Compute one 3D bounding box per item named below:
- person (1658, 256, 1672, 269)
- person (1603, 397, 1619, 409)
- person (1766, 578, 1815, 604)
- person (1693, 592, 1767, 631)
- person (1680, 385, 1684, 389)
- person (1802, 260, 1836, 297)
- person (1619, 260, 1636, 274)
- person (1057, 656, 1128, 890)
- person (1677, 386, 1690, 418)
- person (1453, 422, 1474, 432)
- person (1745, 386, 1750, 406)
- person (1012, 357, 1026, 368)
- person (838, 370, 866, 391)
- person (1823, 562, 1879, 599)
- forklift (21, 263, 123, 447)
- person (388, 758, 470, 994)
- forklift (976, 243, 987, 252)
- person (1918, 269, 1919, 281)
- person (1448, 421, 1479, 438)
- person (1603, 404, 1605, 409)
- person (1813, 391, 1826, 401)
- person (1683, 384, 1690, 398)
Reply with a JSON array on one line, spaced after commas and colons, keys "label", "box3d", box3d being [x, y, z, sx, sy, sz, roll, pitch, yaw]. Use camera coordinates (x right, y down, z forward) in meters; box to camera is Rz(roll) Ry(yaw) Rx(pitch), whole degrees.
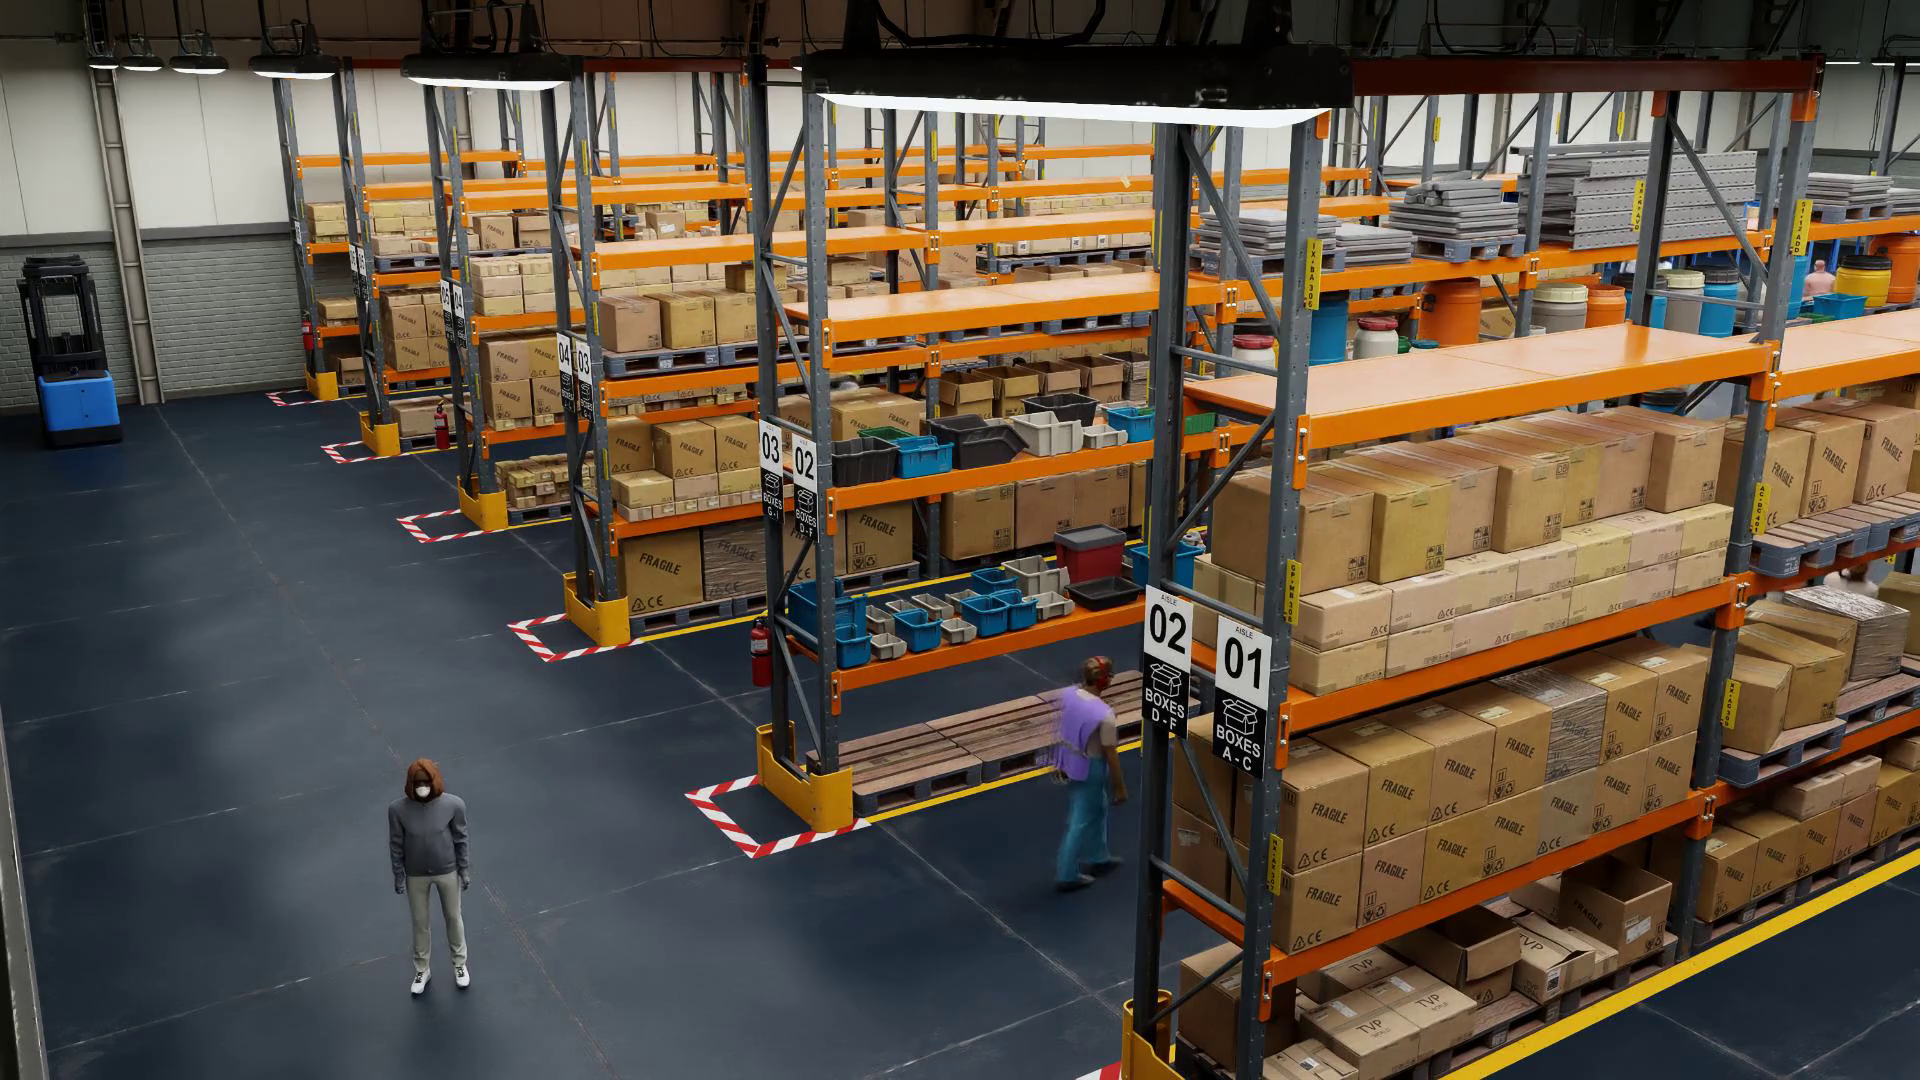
[{"label": "person", "box3d": [15.933, -5.767, 36.079, 0.553, 1.918, 0.804, 3, 17, 9]}, {"label": "person", "box3d": [8.620, -1.068, 20.844, 0.819, 1.819, 0.624, -8, 19, -25]}, {"label": "person", "box3d": [8.551, 0.451, 16.104, 0.819, 1.655, 0.553, -10, 19, -29]}, {"label": "person", "box3d": [8.465, 0.109, 16.899, 0.984, 1.867, 0.553, -7, 18, -22]}, {"label": "person", "box3d": [12.112, -2.966, 26.761, 0.613, 1.994, 0.382, 16, 23, 42]}, {"label": "person", "box3d": [18.295, -5.045, 33.773, 0.643, 1.881, 0.637, 2, 17, 7]}, {"label": "person", "box3d": [16.586, -6.627, 38.954, 1.007, 1.879, 0.571, -13, 21, -37]}, {"label": "person", "box3d": [1.053, 1.714, 11.705, 0.773, 1.813, 0.582, -8, 19, -25]}, {"label": "person", "box3d": [9.473, -1.242, 21.177, 0.970, 1.959, 0.632, -7, 18, -23]}, {"label": "person", "box3d": [5.869, -0.489, 18.747, 0.455, 1.935, 0.610, -11, 20, -31]}, {"label": "person", "box3d": [14.321, -3.276, 28.102, 0.739, 1.814, 0.518, -3, 17, -11]}, {"label": "person", "box3d": [0.891, -1.920, 23.835, 0.318, 1.697, 0.535, -1, 17, -3]}, {"label": "person", "box3d": [-1.559, -1.693, 22.937, 0.915, 1.792, 0.606, -10, 20, -30]}, {"label": "person", "box3d": [8.369, 0.846, 14.896, 0.564, 1.607, 0.507, -13, 21, -36]}, {"label": "forklift", "box3d": [-14.518, -3.079, 25.708, 1.129, 2.768, 1.873, -10, 20, -31]}, {"label": "person", "box3d": [-3.487, 2.202, 10.420, 0.499, 1.636, 0.286, -4, 17, -13]}, {"label": "forklift", "box3d": [0.988, -5.474, 34.718, 1.214, 2.155, 2.313, -10, 20, -31]}, {"label": "person", "box3d": [21.546, -5.715, 36.083, 0.450, 1.814, 0.659, -10, 20, -29]}, {"label": "person", "box3d": [7.074, -1.527, 22.252, 0.328, 1.872, 0.514, -9, 19, -28]}, {"label": "person", "box3d": [11.410, -3.071, 27.320, 0.964, 1.877, 0.577, -13, 21, -36]}, {"label": "person", "box3d": [14.798, -2.967, 26.774, 1.034, 1.985, 0.632, 15, 23, 41]}, {"label": "person", "box3d": [13.245, -3.482, 28.565, 0.460, 1.922, 0.633, -11, 20, -31]}]
